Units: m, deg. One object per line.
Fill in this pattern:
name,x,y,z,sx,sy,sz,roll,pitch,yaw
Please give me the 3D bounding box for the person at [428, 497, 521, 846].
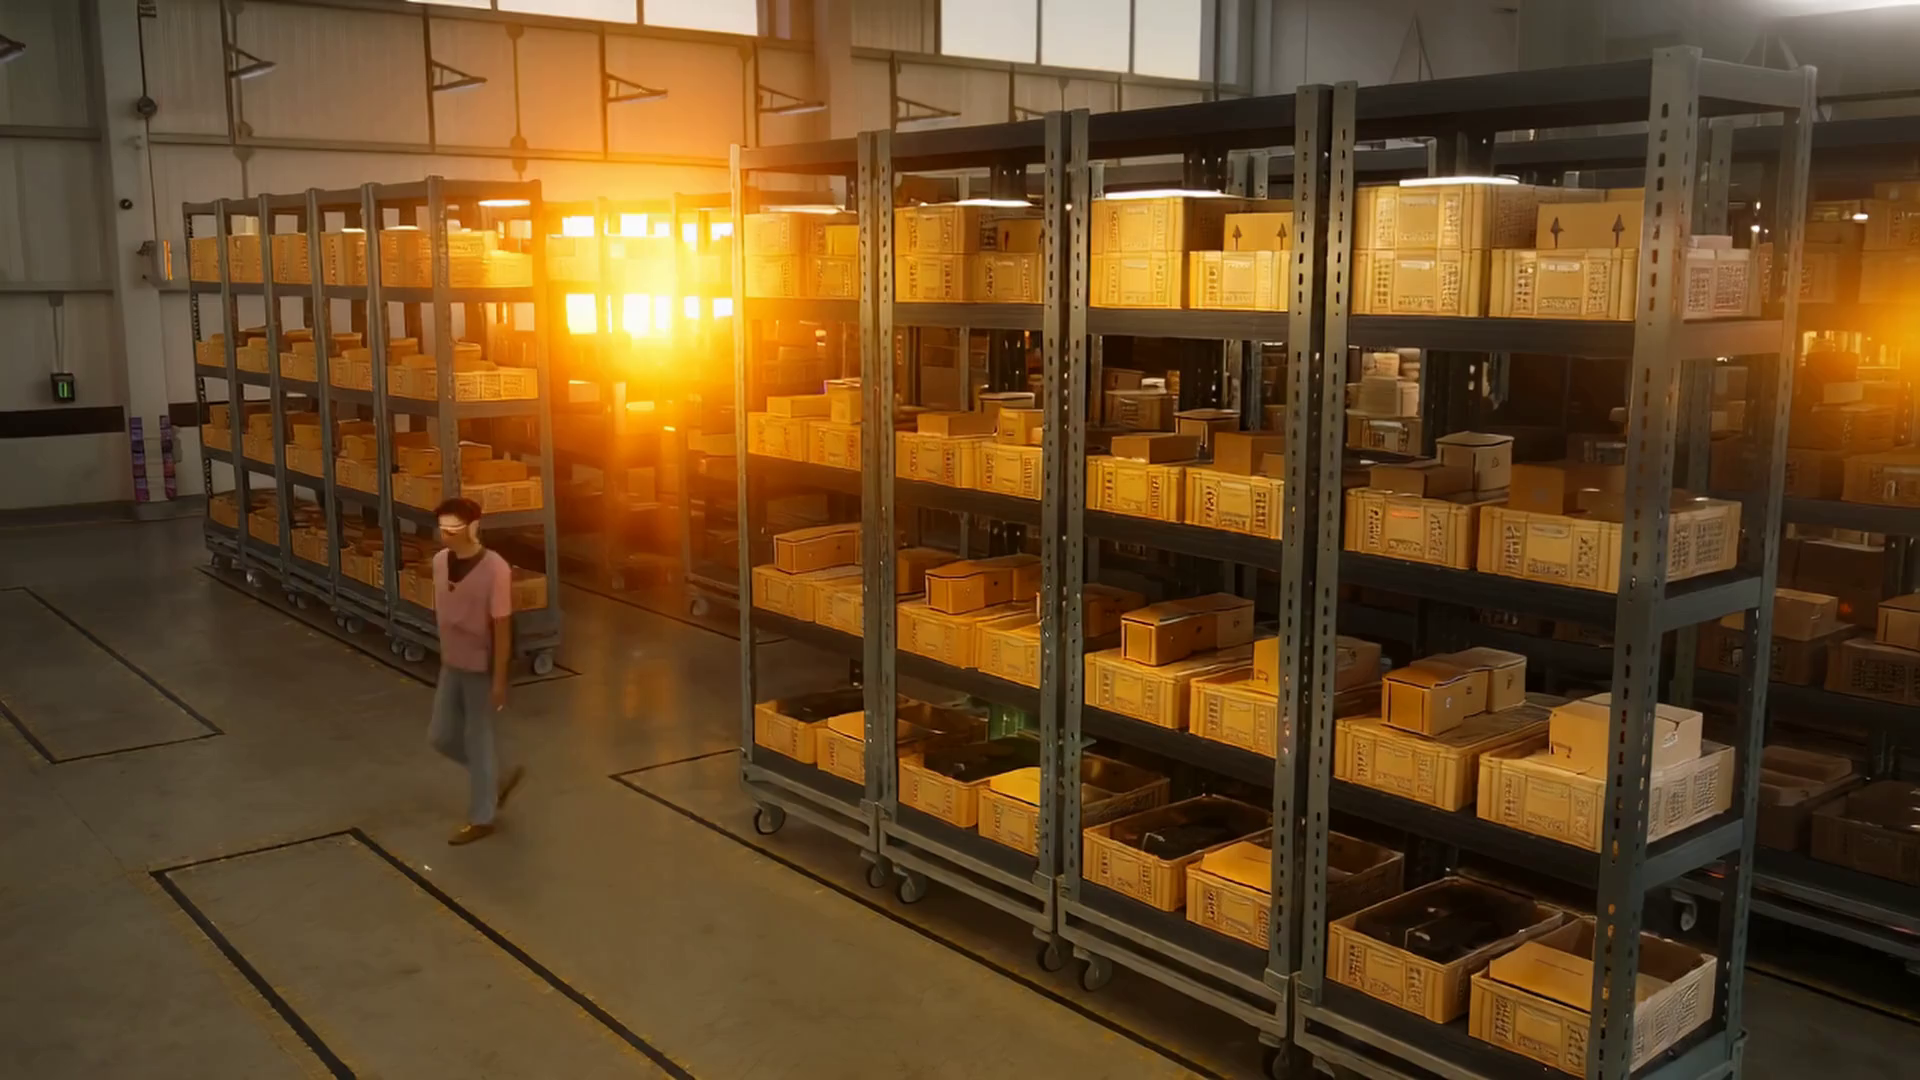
person,-2.536,0.669,8.693,0.595,1.828,0.457,7,12,36
